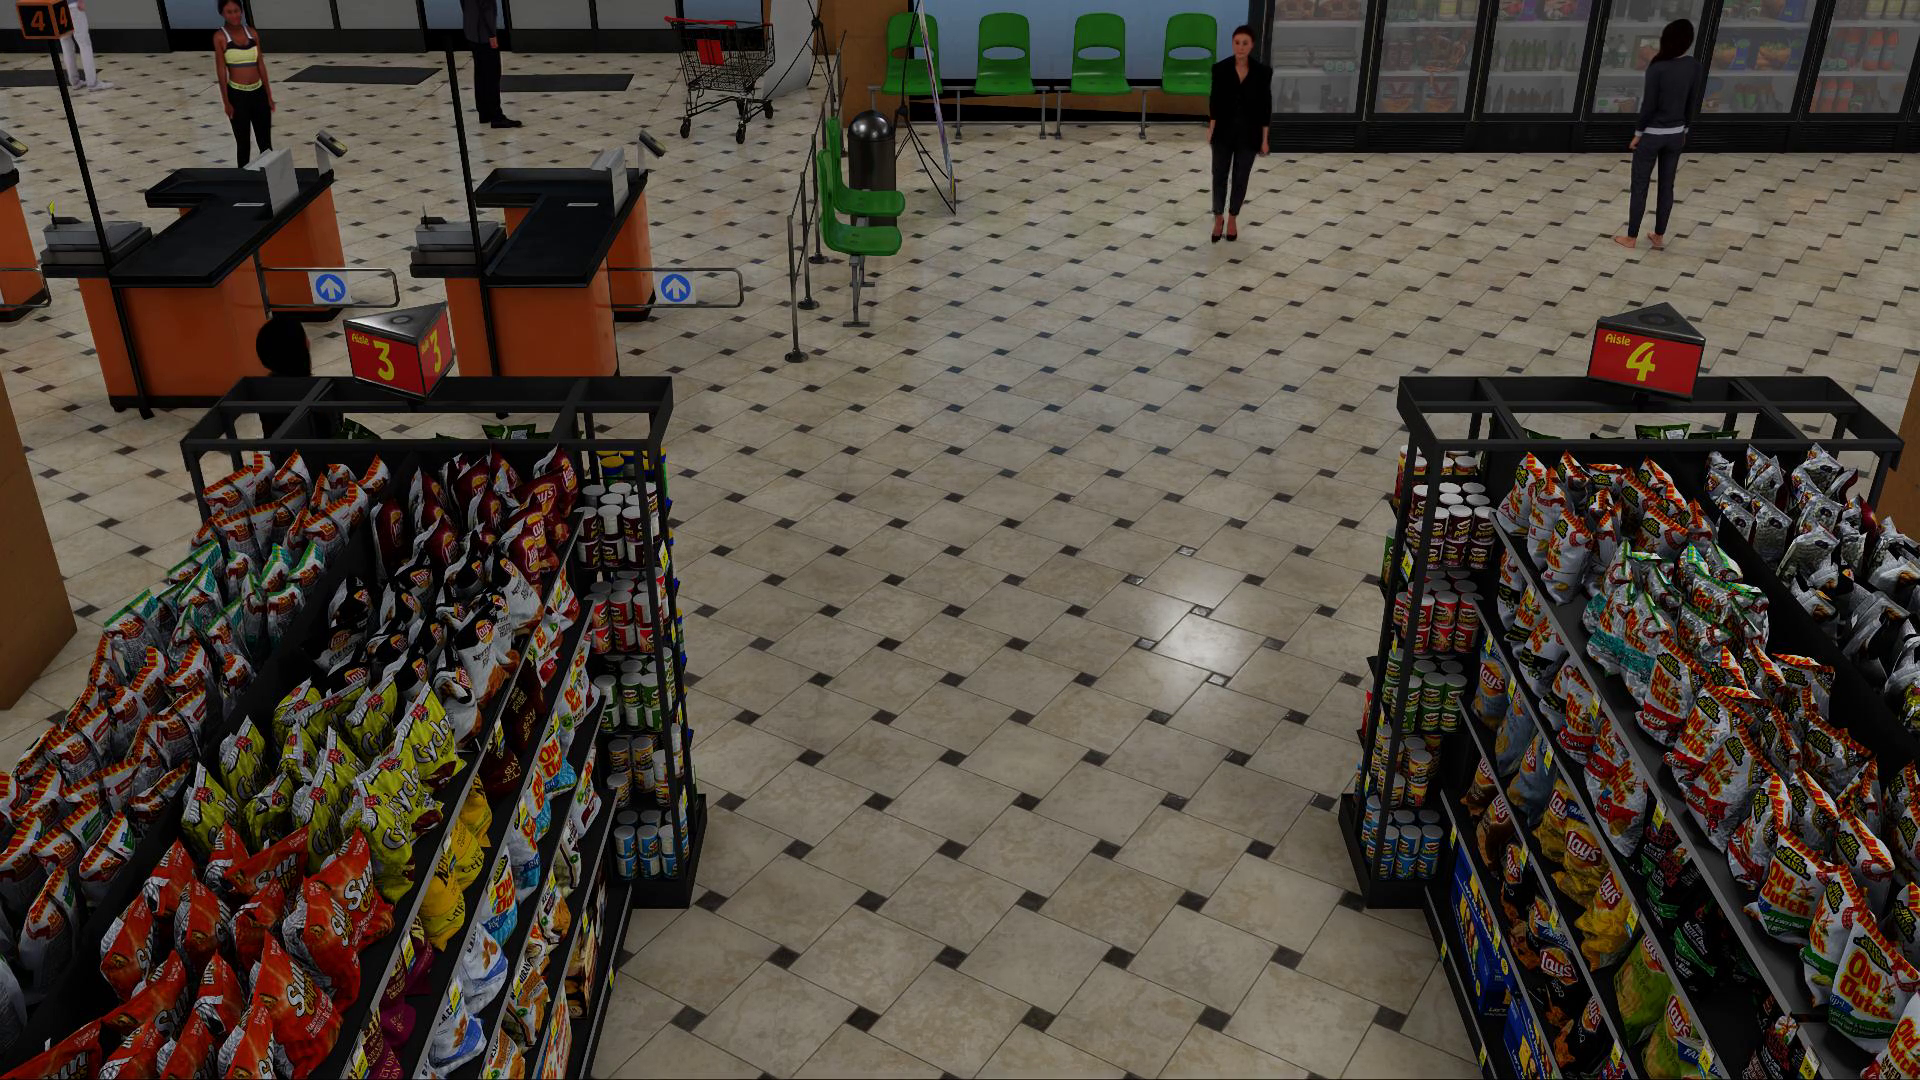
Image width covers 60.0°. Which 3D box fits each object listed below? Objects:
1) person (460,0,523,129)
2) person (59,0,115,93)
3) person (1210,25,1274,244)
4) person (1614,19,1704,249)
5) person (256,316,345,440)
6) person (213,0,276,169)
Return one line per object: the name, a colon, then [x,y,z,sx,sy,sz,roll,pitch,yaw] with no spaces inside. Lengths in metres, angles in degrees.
person: [-4.665,-4.993,16.272,0.861,1.841,0.765,-20,34,-32]
person: [-9.438,-5.703,17.523,0.725,1.888,0.697,10,30,18]
person: [2.200,-3.219,13.163,0.689,1.706,0.671,4,29,7]
person: [5.492,-3.173,13.011,0.644,1.771,0.567,-4,29,-8]
person: [-2.981,-0.174,7.632,0.703,1.663,1.150,5,29,9]
person: [-5.992,-3.693,13.984,0.640,1.753,0.694,-24,37,-37]
